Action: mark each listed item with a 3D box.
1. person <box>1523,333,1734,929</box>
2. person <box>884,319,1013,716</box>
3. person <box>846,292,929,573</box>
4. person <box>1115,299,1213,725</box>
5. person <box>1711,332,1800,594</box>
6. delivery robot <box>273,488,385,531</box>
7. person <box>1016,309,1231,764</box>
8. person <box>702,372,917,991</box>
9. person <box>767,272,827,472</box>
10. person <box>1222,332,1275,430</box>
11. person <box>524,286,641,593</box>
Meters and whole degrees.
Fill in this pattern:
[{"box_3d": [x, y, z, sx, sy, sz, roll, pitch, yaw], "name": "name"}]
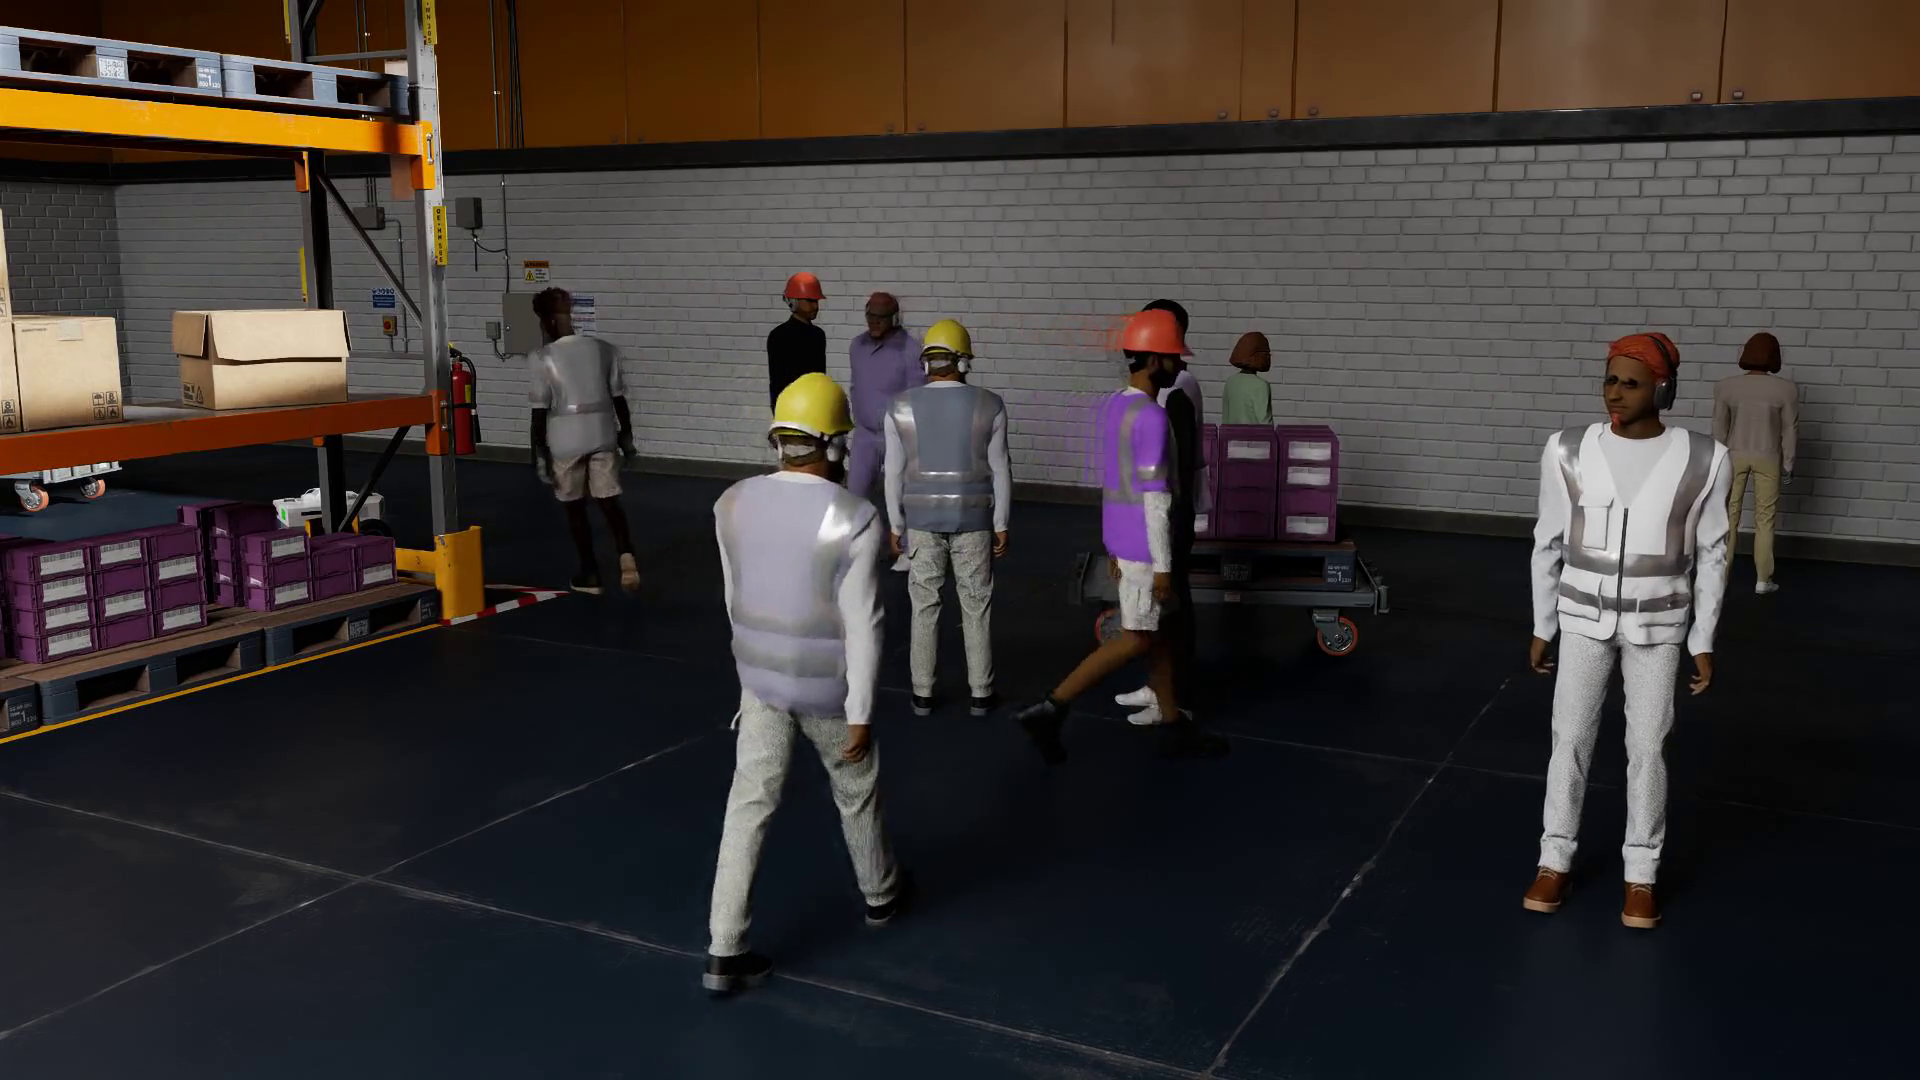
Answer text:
[{"box_3d": [2.099, 0.288, 5.269, 0.574, 1.881, 0.358, 5, 11, 27], "name": "person"}, {"box_3d": [-0.049, -0.093, 7.645, 0.586, 1.823, 0.403, 1, 10, 5], "name": "person"}, {"box_3d": [-0.523, -0.685, 10.934, 0.660, 1.868, 0.784, 6, 11, 31], "name": "person"}, {"box_3d": [0.938, -0.123, 7.542, 0.392, 1.920, 0.588, 0, 10, -2], "name": "person"}, {"box_3d": [4.969, -0.479, 10.428, 0.502, 1.633, 0.280, 7, 12, 34], "name": "person"}, {"box_3d": [-4.404, -0.192, 11.611, 0.707, 0.478, 0.477, -6, 11, -30], "name": "delivery robot"}, {"box_3d": [0.683, 0.009, 6.825, 0.880, 1.909, 0.554, -1, 10, -8], "name": "person"}, {"box_3d": [-0.459, 0.398, 4.939, 0.594, 1.787, 0.970, 5, 11, 25], "name": "person"}, {"box_3d": [-1.078, -0.834, 11.433, 0.396, 1.993, 0.617, 5, 11, 28], "name": "person"}, {"box_3d": [1.834, -0.499, 10.540, 0.285, 1.633, 0.499, -4, 11, -23], "name": "person"}, {"box_3d": [-2.267, -0.579, 10.160, 0.698, 1.924, 0.721, -7, 12, -35], "name": "person"}]
